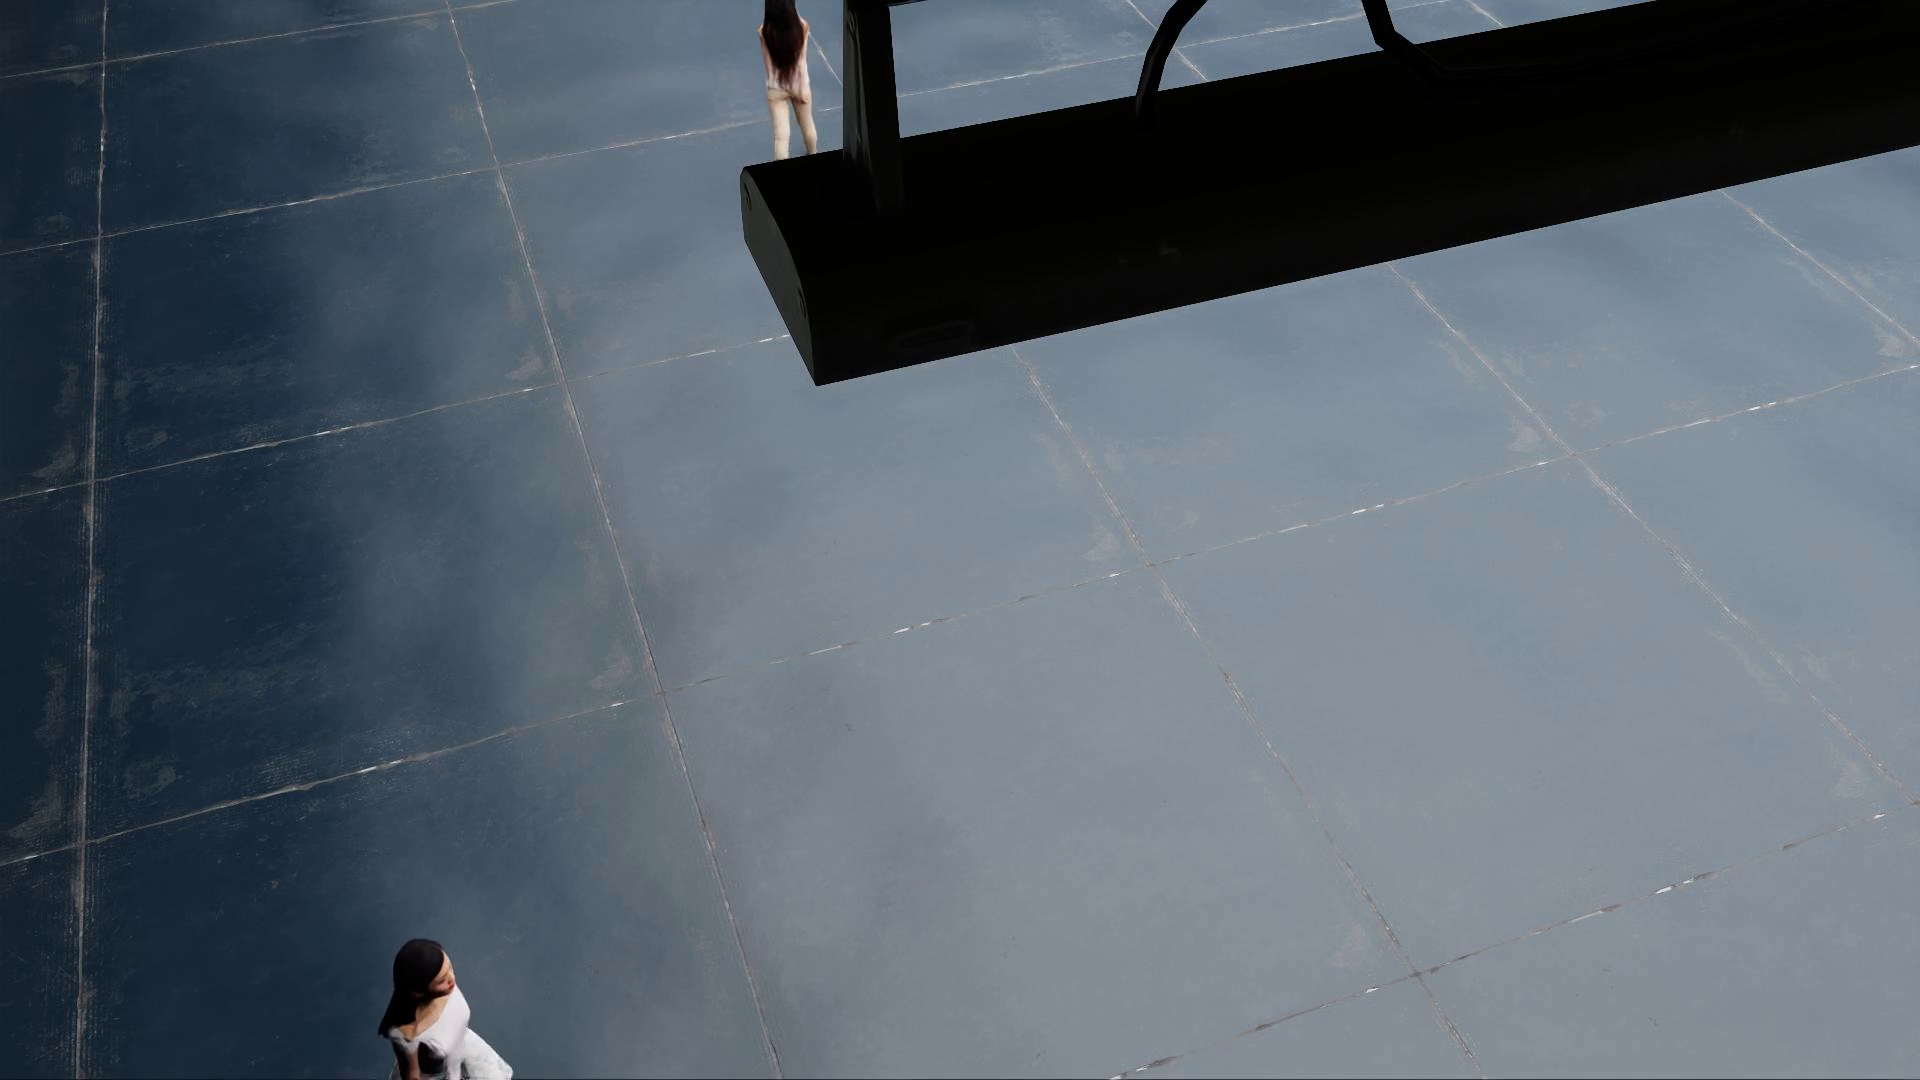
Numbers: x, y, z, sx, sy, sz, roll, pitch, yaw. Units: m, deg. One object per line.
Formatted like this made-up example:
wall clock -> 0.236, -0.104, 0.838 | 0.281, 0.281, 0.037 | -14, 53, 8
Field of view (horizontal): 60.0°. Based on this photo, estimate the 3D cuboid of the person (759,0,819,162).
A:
person -> -1.330, -3.542, 12.747 | 0.664, 1.635, 0.975 | -9, 44, -10

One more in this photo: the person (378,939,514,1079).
person -> -2.096, 2.149, 6.574 | 0.991, 1.741, 0.975 | 13, 45, 14
